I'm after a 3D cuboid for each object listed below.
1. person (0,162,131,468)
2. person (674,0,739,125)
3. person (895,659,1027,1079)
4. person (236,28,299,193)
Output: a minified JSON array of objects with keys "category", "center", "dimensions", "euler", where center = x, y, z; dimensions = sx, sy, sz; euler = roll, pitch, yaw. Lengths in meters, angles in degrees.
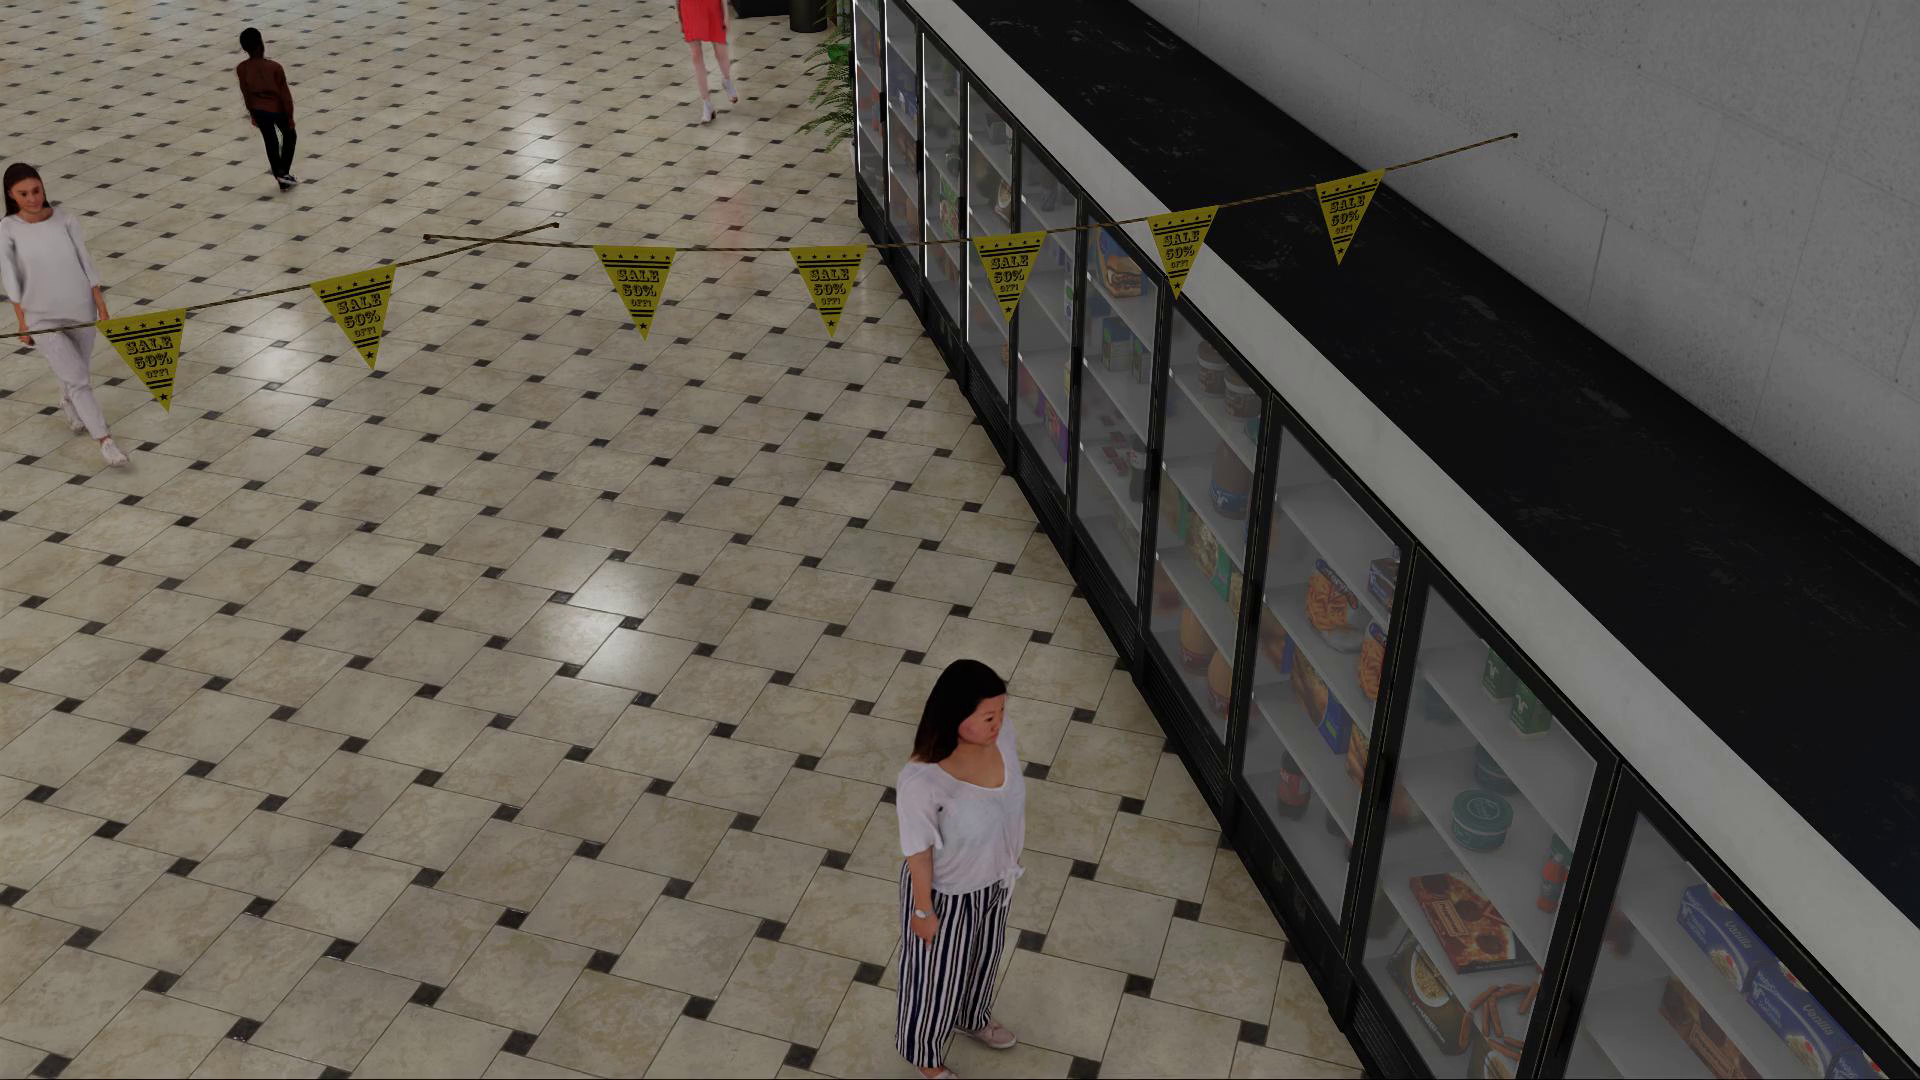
[{"category":"person","center":[-4.961,-1.262,9.117],"dimensions":[1.073,1.649,1.130],"euler":[26,40,35]},{"category":"person","center":[-2.158,-4.445,14.086],"dimensions":[0.886,1.803,0.854],"euler":[1,32,2]},{"category":"person","center":[-0.004,1.069,5.336],"dimensions":[0.846,1.684,0.765],"euler":[21,38,30]},{"category":"person","center":[-5.293,-3.260,12.705],"dimensions":[0.527,1.250,0.640],"euler":[-1,32,-2]}]
